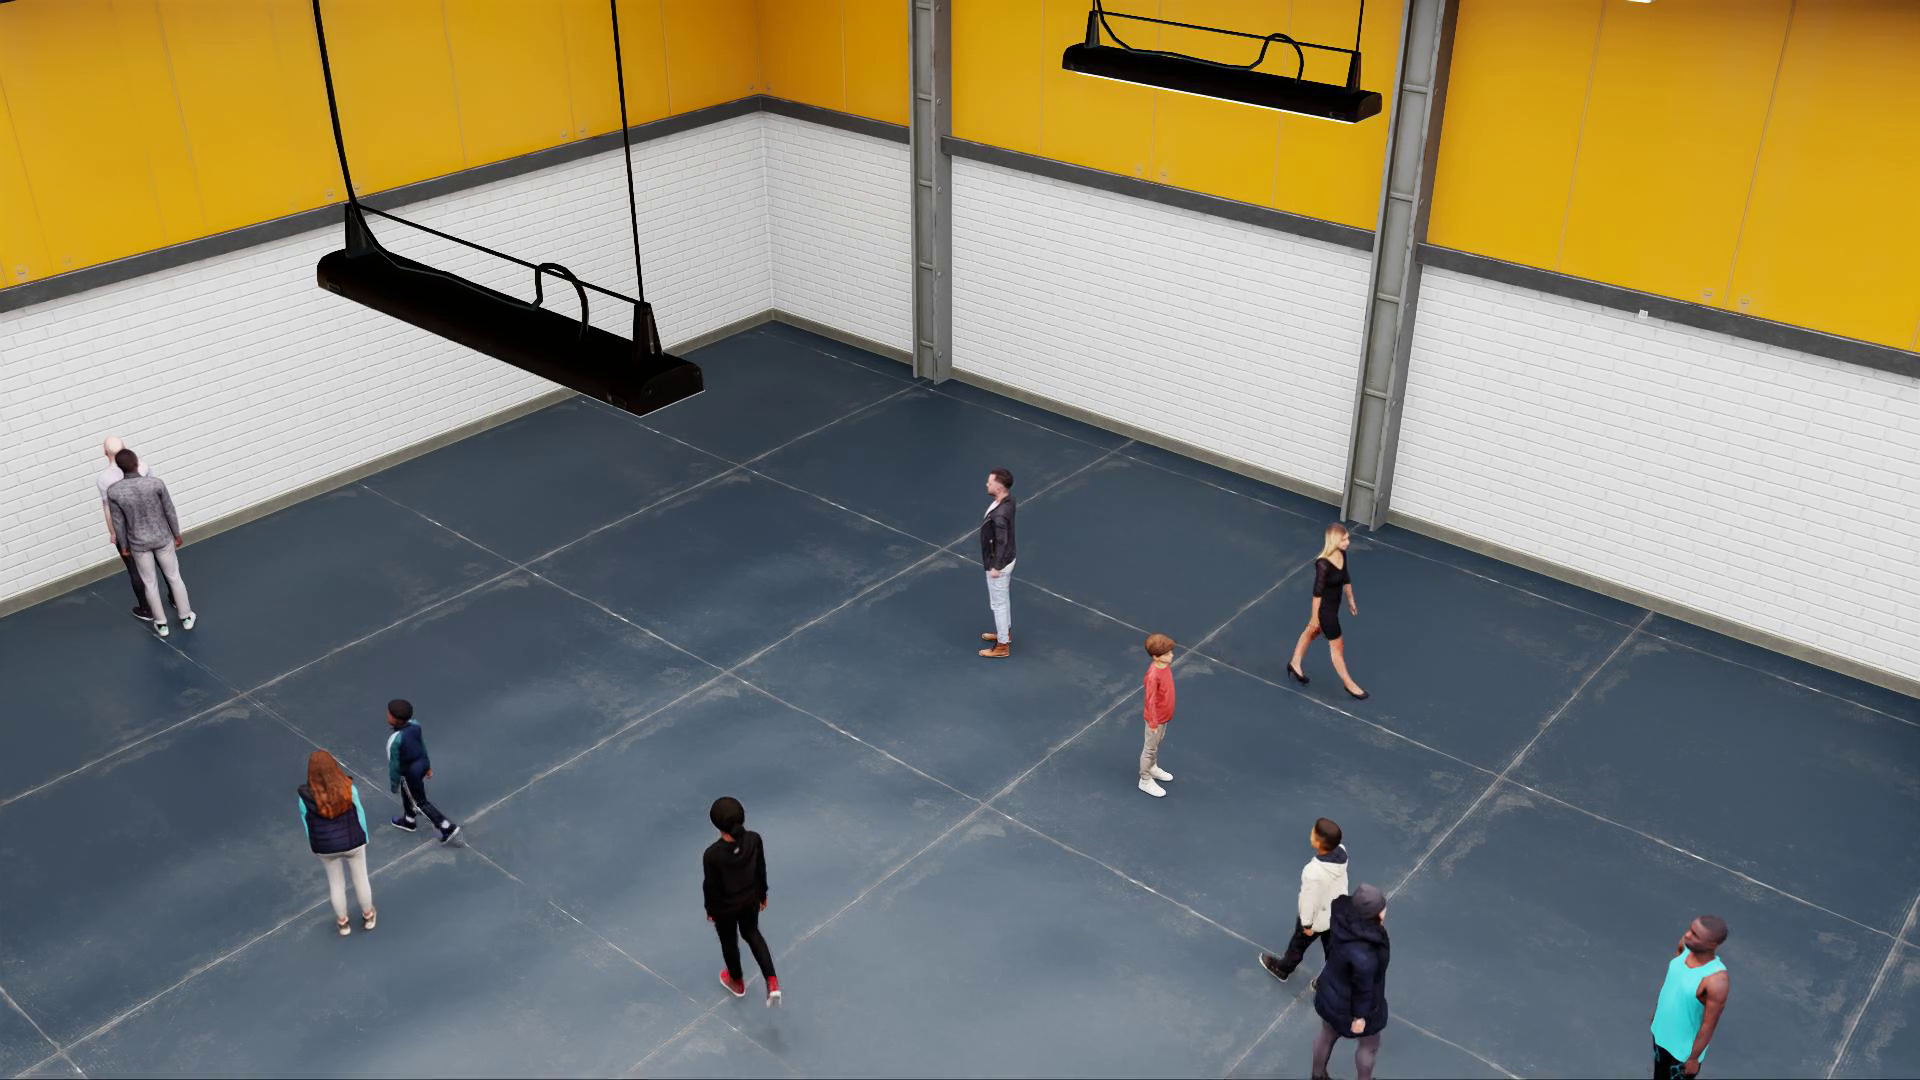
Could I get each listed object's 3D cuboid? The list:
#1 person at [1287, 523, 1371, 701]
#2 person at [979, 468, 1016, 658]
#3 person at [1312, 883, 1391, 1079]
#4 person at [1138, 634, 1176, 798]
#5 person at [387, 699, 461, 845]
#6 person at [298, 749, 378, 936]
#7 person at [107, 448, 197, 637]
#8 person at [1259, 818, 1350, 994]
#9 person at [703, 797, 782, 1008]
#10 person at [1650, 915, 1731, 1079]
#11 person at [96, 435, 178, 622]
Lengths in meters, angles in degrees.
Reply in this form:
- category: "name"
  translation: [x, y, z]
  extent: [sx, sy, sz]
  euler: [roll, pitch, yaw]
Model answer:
- category: "person"
  translation: [3.092, 0.580, 14.375]
  extent: [1.037, 1.636, 0.629]
  euler: [18, 34, 30]
- category: "person"
  translation: [0.359, 0.190, 14.879]
  extent: [0.728, 1.836, 0.736]
  euler: [4, 29, 8]
- category: "person"
  translation: [2.332, 2.809, 10.261]
  extent: [0.957, 1.661, 0.902]
  euler: [-4, 29, -8]
- category: "person"
  translation: [1.555, 1.357, 13.179]
  extent: [0.570, 1.416, 0.573]
  euler: [12, 31, 20]
- category: "person"
  translation: [-4.113, 1.768, 12.611]
  extent: [0.940, 1.238, 0.731]
  euler: [7, 29, 13]
- category: "person"
  translation: [-4.363, 2.118, 11.696]
  extent: [0.673, 1.500, 0.722]
  euler: [-7, 29, -12]
- category: "person"
  translation: [-7.405, 0.012, 15.206]
  extent: [0.757, 1.836, 0.710]
  euler: [-14, 31, -23]
- category: "person"
  translation: [2.466, 2.508, 11.056]
  extent: [0.700, 1.430, 0.891]
  euler: [-19, 34, -31]
- category: "person"
  translation: [-1.438, 2.431, 10.958]
  extent: [0.741, 1.659, 0.966]
  euler: [-18, 33, -29]
- category: "person"
  translation: [4.295, 2.937, 9.871]
  extent: [0.750, 1.811, 0.684]
  euler: [-3, 29, -6]
- category: "person"
  translation: [-7.674, -0.133, 15.471]
  extent: [0.556, 1.837, 0.658]
  euler: [22, 35, 34]
